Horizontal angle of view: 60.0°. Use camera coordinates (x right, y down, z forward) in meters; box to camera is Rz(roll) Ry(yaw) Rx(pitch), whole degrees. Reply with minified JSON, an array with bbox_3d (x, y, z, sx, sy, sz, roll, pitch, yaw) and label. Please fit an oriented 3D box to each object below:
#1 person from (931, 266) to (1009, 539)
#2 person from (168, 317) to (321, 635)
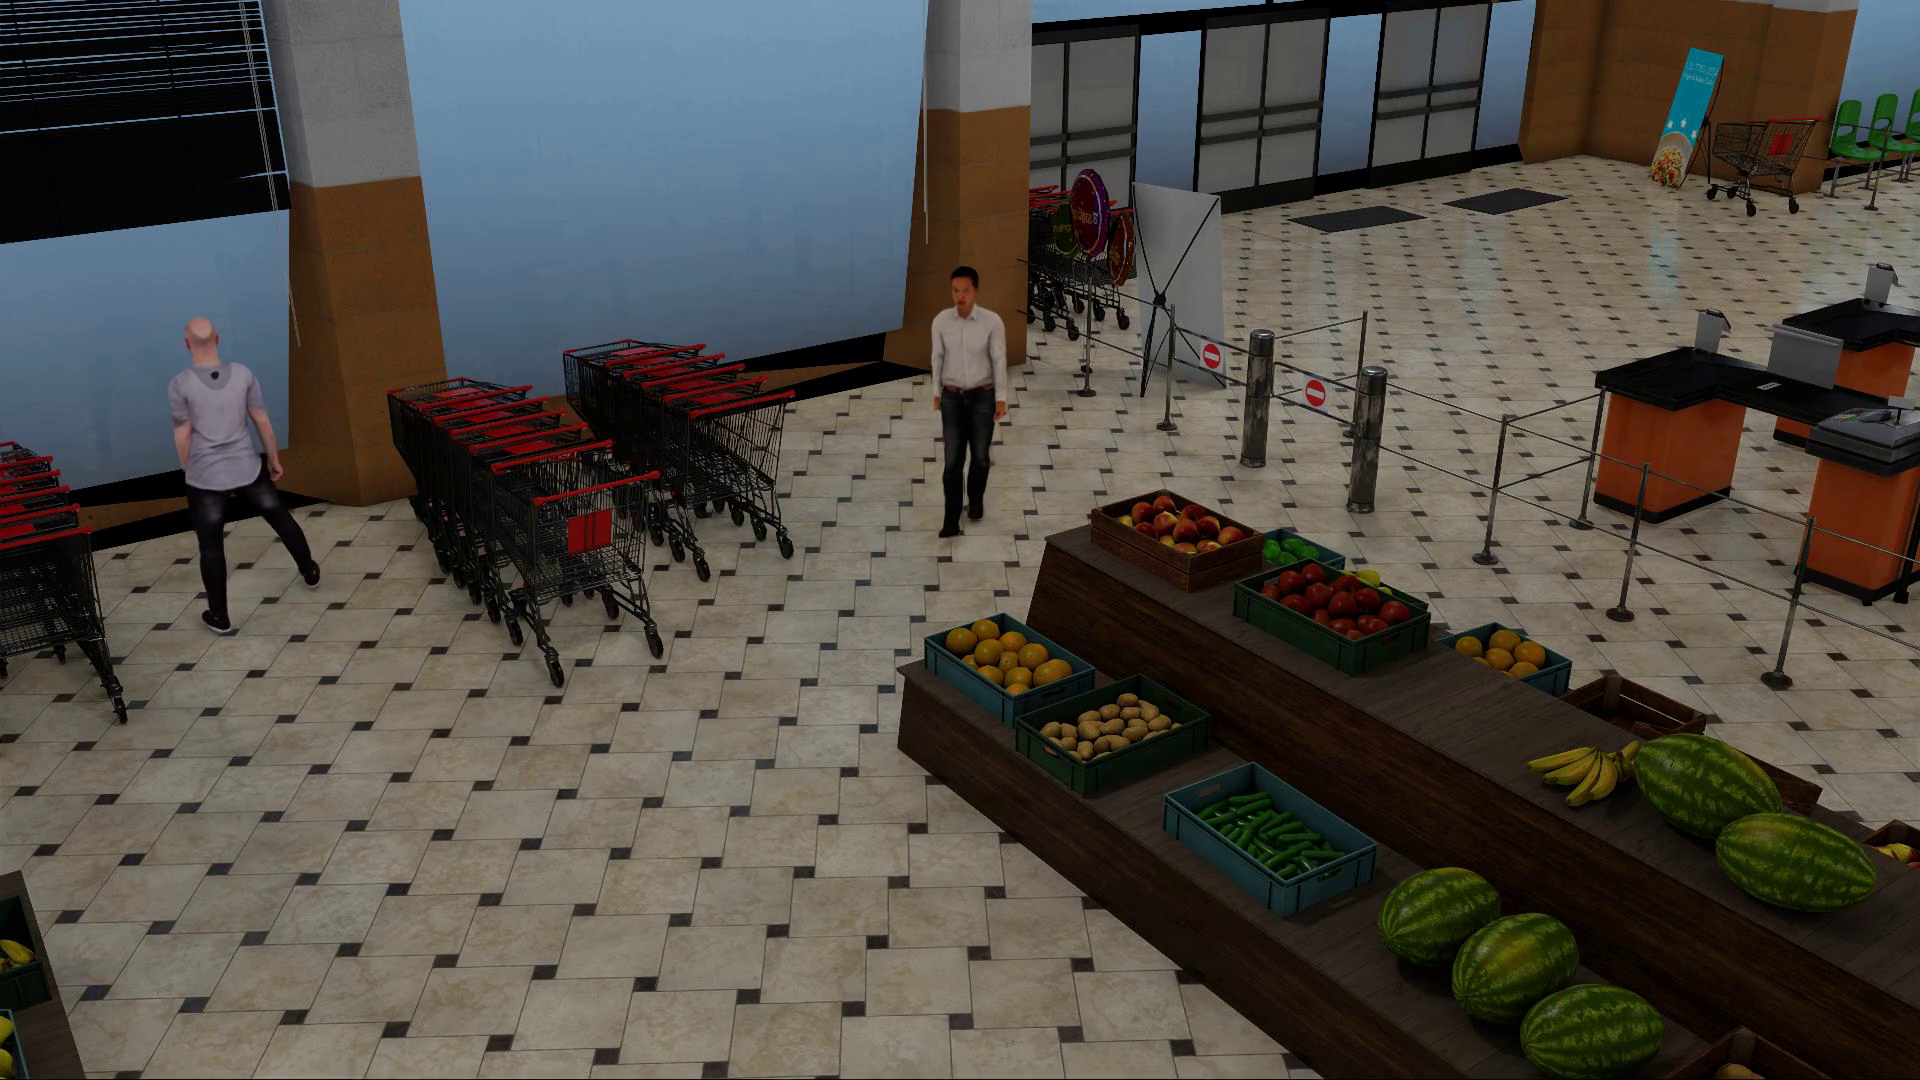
[{"bbox_3d":[0.086,-0.949,11.049,1.086,1.774,1.153,3,24,7],"label":"person"},{"bbox_3d":[-4.266,-0.397,9.749,0.966,1.804,0.803,-19,30,-36],"label":"person"}]
